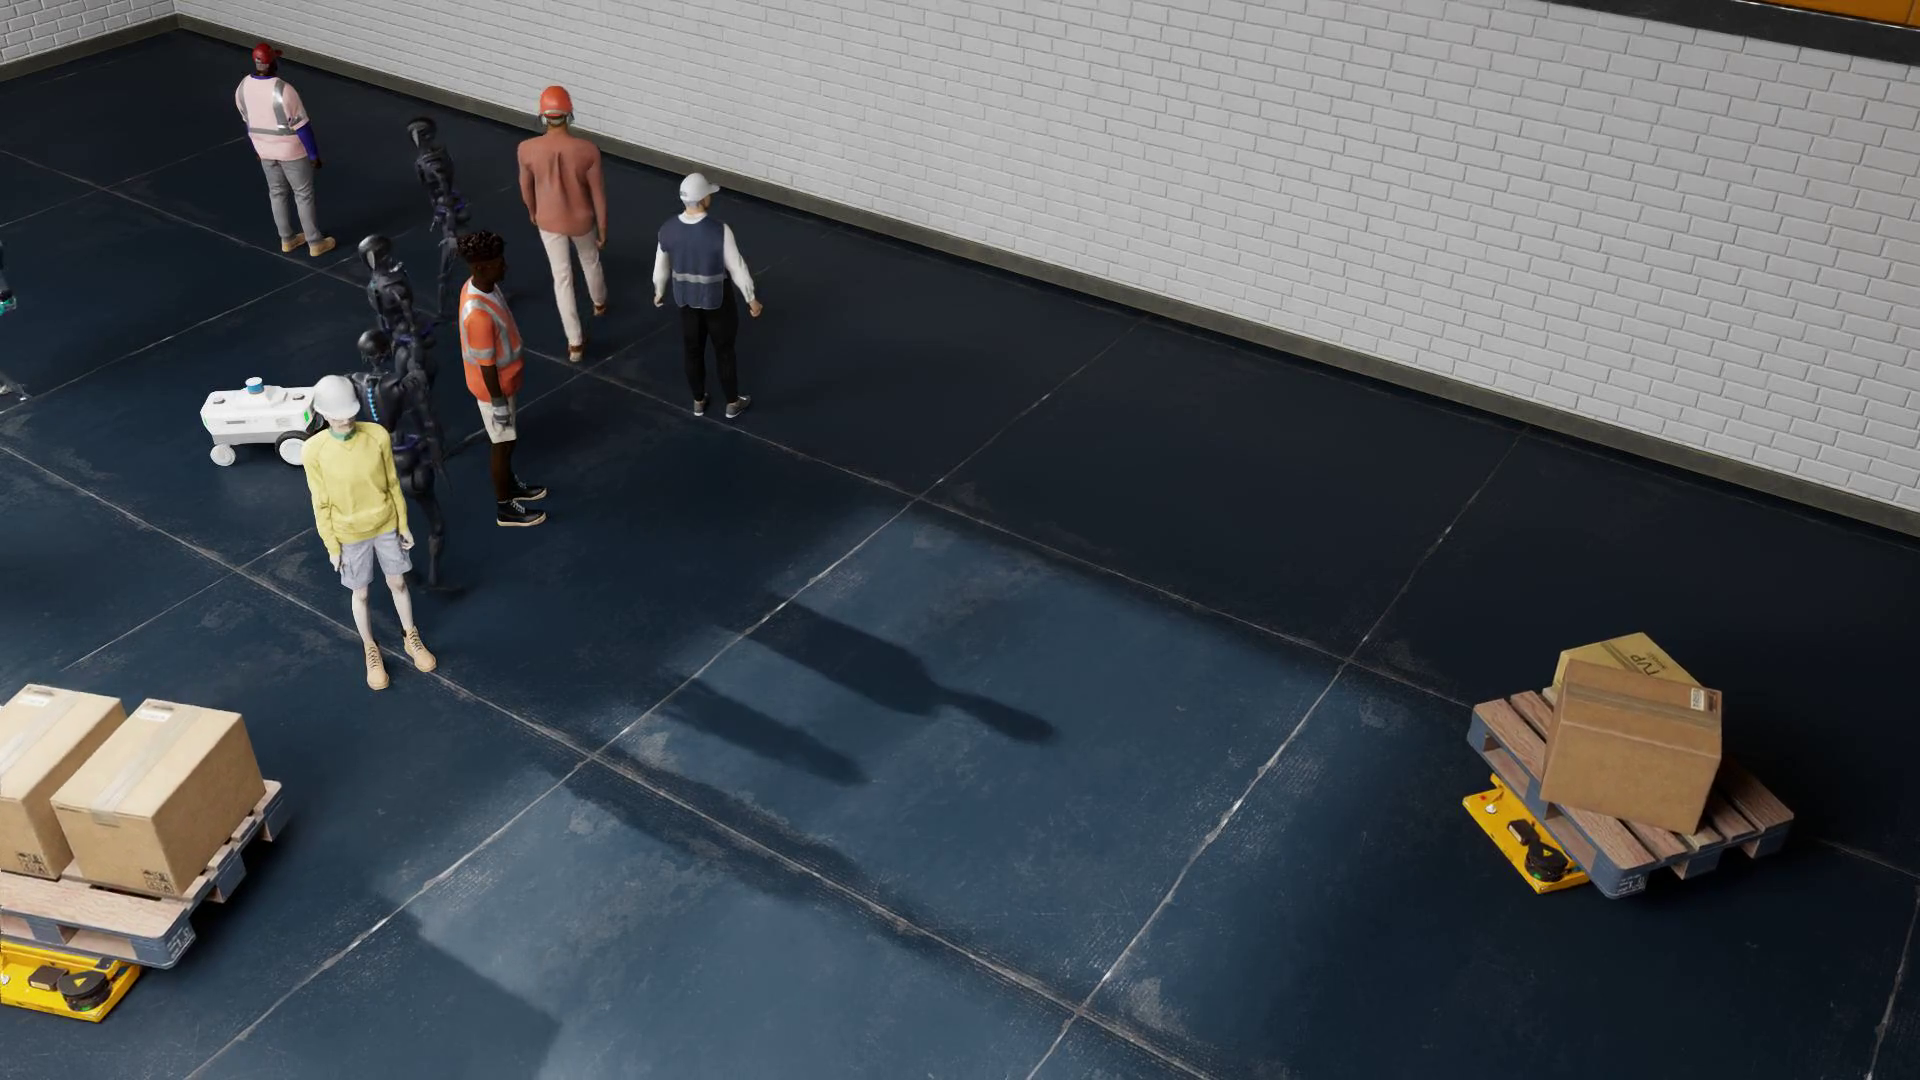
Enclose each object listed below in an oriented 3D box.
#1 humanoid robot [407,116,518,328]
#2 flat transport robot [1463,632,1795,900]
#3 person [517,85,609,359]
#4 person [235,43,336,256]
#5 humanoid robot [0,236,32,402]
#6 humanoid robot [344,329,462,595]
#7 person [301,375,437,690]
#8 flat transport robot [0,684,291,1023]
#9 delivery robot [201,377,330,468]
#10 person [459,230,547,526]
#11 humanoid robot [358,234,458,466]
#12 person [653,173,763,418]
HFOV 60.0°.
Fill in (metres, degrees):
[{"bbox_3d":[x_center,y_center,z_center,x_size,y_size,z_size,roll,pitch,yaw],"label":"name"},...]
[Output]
[{"bbox_3d":[-3.830,-2.416,12.546,0.809,1.631,0.609,-17,38,-22],"label":"humanoid robot"},{"bbox_3d":[3.335,1.330,8.362,1.431,0.231,0.659,-11,37,-16],"label":"flat transport robot"},{"bbox_3d":[-2.885,-2.392,12.227,0.608,1.939,1.004,-6,35,-9],"label":"person"},{"bbox_3d":[-5.475,-3.161,13.497,0.598,1.747,0.418,8,36,11],"label":"person"},{"bbox_3d":[-6.827,-1.734,11.458,0.674,1.791,0.542,-29,44,-35],"label":"humanoid robot"},{"bbox_3d":[-3.279,-0.416,9.638,0.609,1.645,0.478,3,35,5],"label":"humanoid robot"},{"bbox_3d":[-3.194,-0.058,8.935,0.479,1.890,0.387,-21,40,-27],"label":"person"},{"bbox_3d":[-3.957,1.635,7.926,0.659,0.231,1.431,7,36,11],"label":"flat transport robot"},{"bbox_3d":[-4.648,-0.801,11.176,0.811,0.613,0.499,-3,35,-5],"label":"delivery robot"},{"bbox_3d":[-2.828,-0.982,10.199,0.375,1.958,0.604,-7,36,-10],"label":"person"},{"bbox_3d":[-3.592,-1.232,10.799,0.317,1.650,0.589,-27,43,-33],"label":"humanoid robot"},{"bbox_3d":[-1.735,-1.643,11.314,0.761,1.755,0.448,7,36,10],"label":"person"}]
